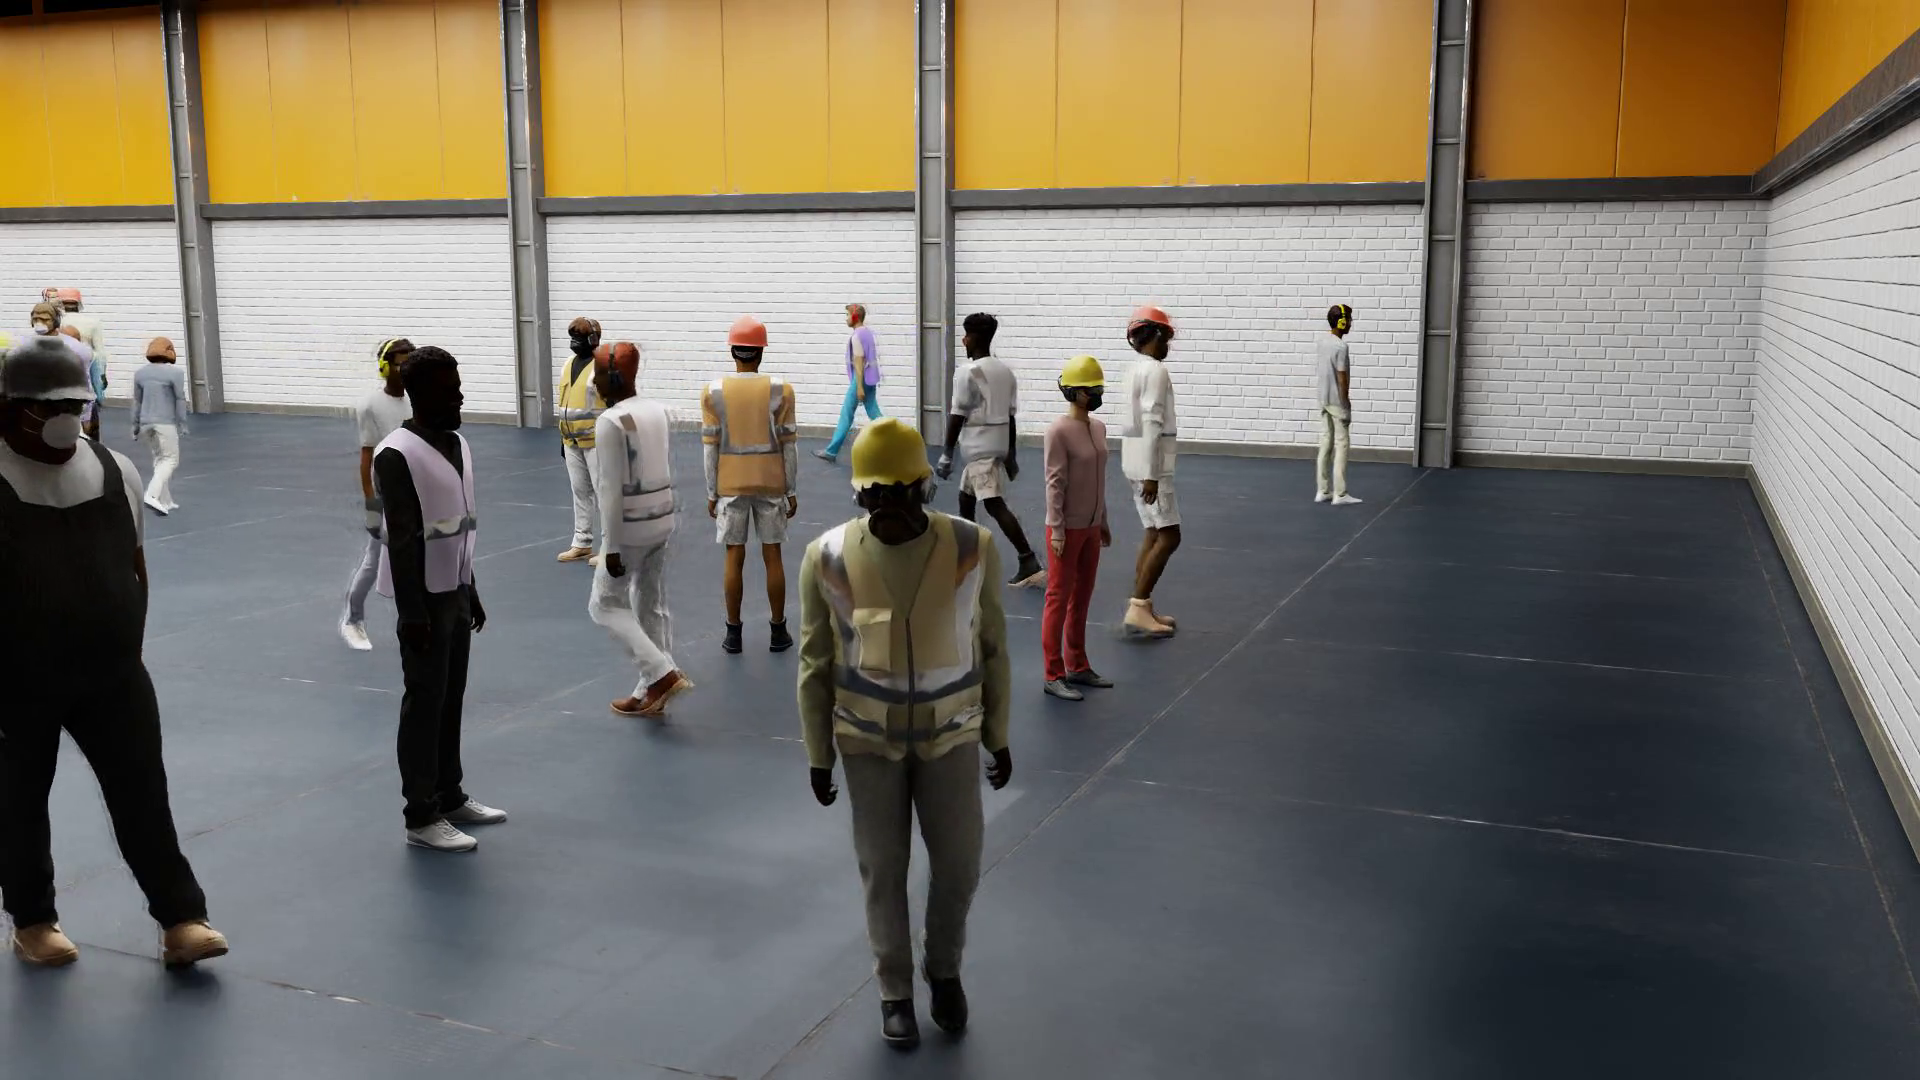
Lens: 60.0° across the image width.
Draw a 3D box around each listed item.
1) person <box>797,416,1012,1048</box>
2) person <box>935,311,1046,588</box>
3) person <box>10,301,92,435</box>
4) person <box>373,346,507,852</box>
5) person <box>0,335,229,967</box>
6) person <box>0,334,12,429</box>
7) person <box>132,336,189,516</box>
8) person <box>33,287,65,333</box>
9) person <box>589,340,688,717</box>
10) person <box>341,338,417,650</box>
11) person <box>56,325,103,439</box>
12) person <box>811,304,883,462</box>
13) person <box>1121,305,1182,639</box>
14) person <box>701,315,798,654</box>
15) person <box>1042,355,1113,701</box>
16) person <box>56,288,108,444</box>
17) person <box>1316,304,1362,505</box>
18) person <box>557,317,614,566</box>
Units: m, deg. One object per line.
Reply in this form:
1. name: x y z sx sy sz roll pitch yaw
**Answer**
1. person: -0.153 0.551 4.694 0.606 1.810 0.431 -1 9 -5
2. person: 0.203 -0.636 11.610 1.038 1.914 0.601 5 11 30
3. person: -7.807 -1.100 14.377 0.637 1.921 0.614 -1 9 -4
4. person: -2.020 0.217 6.397 0.391 1.920 0.593 1 9 5
5. person: -2.728 0.369 5.106 0.892 2.000 0.694 8 12 40
6. person: -7.245 -0.711 12.591 0.380 1.727 0.501 -6 11 -34
7. person: -7.213 -1.017 14.881 0.517 1.597 0.613 2 10 11
8. person: -12.933 -2.647 23.784 0.402 1.911 0.638 1 9 5
9. person: -1.570 -0.032 8.062 0.437 1.867 0.590 4 10 24
10. person: -3.230 -0.232 9.444 0.957 1.821 0.547 6 11 31
11. person: -9.380 -1.488 17.698 0.827 1.603 0.531 6 11 33
12. person: -1.166 -1.757 18.739 0.986 1.787 0.585 2 10 14
13. person: 1.138 -0.410 10.028 0.407 1.975 0.737 -1 9 -7
14. person: -1.198 -0.310 9.534 0.544 1.939 0.354 -1 9 -6
15. person: 0.620 -0.070 8.597 0.314 1.769 0.523 6 11 34
16. person: -10.384 -1.973 19.557 0.652 1.946 0.981 -4 10 -24
17. person: 3.527 -1.261 15.525 0.378 1.869 0.522 -3 10 -18
18. person: -2.761 -0.730 12.372 0.625 1.844 0.429 7 12 35
